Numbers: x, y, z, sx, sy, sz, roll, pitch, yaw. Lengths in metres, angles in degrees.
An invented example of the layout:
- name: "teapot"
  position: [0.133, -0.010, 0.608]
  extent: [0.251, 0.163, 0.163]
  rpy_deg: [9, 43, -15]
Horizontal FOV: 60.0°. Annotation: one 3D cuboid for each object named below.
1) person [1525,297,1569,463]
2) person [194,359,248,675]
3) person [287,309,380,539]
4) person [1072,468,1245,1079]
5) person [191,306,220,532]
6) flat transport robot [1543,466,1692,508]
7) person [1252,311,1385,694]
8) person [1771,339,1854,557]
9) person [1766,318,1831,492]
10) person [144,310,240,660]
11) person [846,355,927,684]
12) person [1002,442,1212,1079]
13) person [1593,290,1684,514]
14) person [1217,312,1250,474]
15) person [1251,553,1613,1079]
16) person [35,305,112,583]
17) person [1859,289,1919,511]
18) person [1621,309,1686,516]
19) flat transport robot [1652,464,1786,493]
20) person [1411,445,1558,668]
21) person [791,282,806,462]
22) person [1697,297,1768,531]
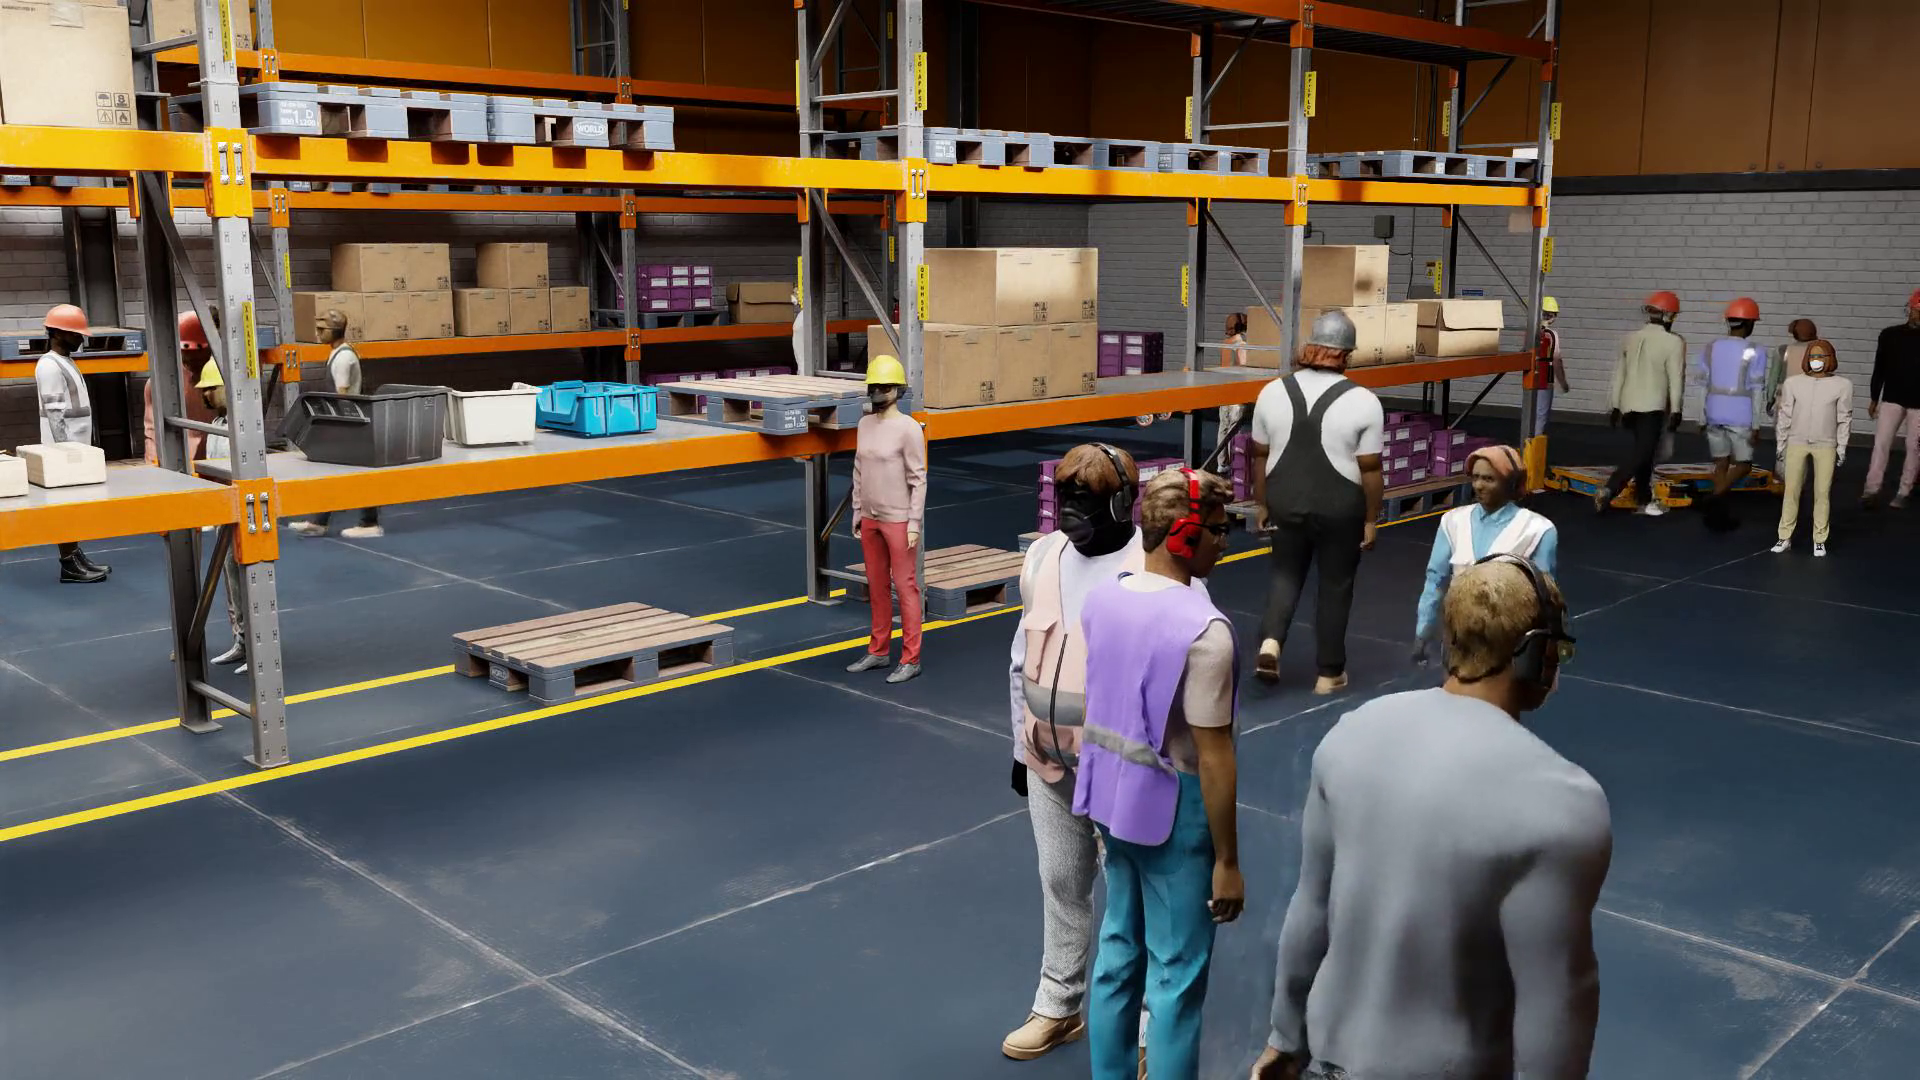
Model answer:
- name: "person"
  position: [6.171, -1.682, 17.588]
  extent: [0.350, 1.766, 0.534]
  rpy_deg: [-2, 11, -12]
- name: "person"
  position: [-4.002, -0.131, 9.174]
  extent: [0.309, 1.741, 0.494]
  rpy_deg: [-10, 15, -44]
- name: "person"
  position: [-4.980, -0.892, 13.087]
  extent: [0.744, 1.823, 0.544]
  rpy_deg: [-5, 11, -25]
- name: "person"
  position: [0.497, 0.735, 4.191]
  extent: [0.388, 1.837, 0.563]
  rpy_deg: [-6, 12, -29]
- name: "person"
  position: [-5.972, -0.976, 13.509]
  extent: [0.531, 1.842, 0.537]
  rpy_deg: [-7, 12, -33]
- name: "flat transport robot"
  position: [5.991, -0.502, 15.210]
  extent: [0.652, 0.197, 1.431]
  rpy_deg: [-2, 11, -8]
- name: "person"
  position: [1.870, -0.183, 8.644]
  extent: [0.700, 2.000, 0.615]
  rpy_deg: [6, 12, 31]
- name: "person"
  position: [6.418, -0.692, 12.531]
  extent: [0.500, 1.633, 0.279]
  rpy_deg: [7, 13, 35]
- name: "person"
  position: [7.887, -1.269, 15.662]
  extent: [0.541, 1.620, 0.553]
  rpy_deg: [6, 12, 29]
- name: "person"
  position: [-4.302, -0.309, 9.473]
  extent: [0.608, 1.989, 0.387]
  rpy_deg: [-3, 11, -17]
- name: "person"
  position: [-0.400, -0.115, 9.008]
  extent: [0.296, 1.772, 0.533]
  rpy_deg: [-10, 14, -43]
- name: "person"
  position: [0.384, 0.638, 4.708]
  extent: [0.634, 1.841, 0.429]
  rpy_deg: [9, 14, 40]
- name: "person"
  position: [5.770, -1.142, 14.142]
  extent: [0.865, 1.953, 0.663]
  rpy_deg: [-4, 11, -21]
- name: "person"
  position: [2.752, -1.453, 16.664]
  extent: [0.307, 1.641, 0.511]
  rpy_deg: [-3, 11, -18]
- name: "person"
  position: [0.742, 0.959, 2.942]
  extent: [1.102, 1.871, 0.656]
  rpy_deg: [-5, 12, -26]
- name: "person"
  position: [-6.176, -0.665, 11.575]
  extent: [0.367, 1.930, 0.542]
  rpy_deg: [-3, 11, -18]
- name: "person"
  position: [8.195, -1.197, 14.439]
  extent: [0.627, 1.941, 0.989]
  rpy_deg: [9, 14, 40]
- name: "person"
  position: [5.997, -1.184, 14.470]
  extent: [0.600, 1.906, 0.655]
  rpy_deg: [-2, 11, -12]
- name: "flat transport robot"
  position: [6.974, -0.578, 15.625]
  extent: [1.431, 0.197, 0.652]
  rpy_deg: [-2, 11, -8]
- name: "person"
  position: [2.067, 0.415, 6.598]
  extent: [0.875, 1.584, 0.542]
  rpy_deg: [-8, 13, -38]
- name: "person"
  position: [-1.626, -1.796, 17.717]
  extent: [0.372, 1.940, 0.627]
  rpy_deg: [-2, 11, -9]
- name: "person"
  position: [6.162, -0.986, 13.371]
  extent: [0.655, 1.922, 0.546]
  rpy_deg: [-7, 13, -34]
